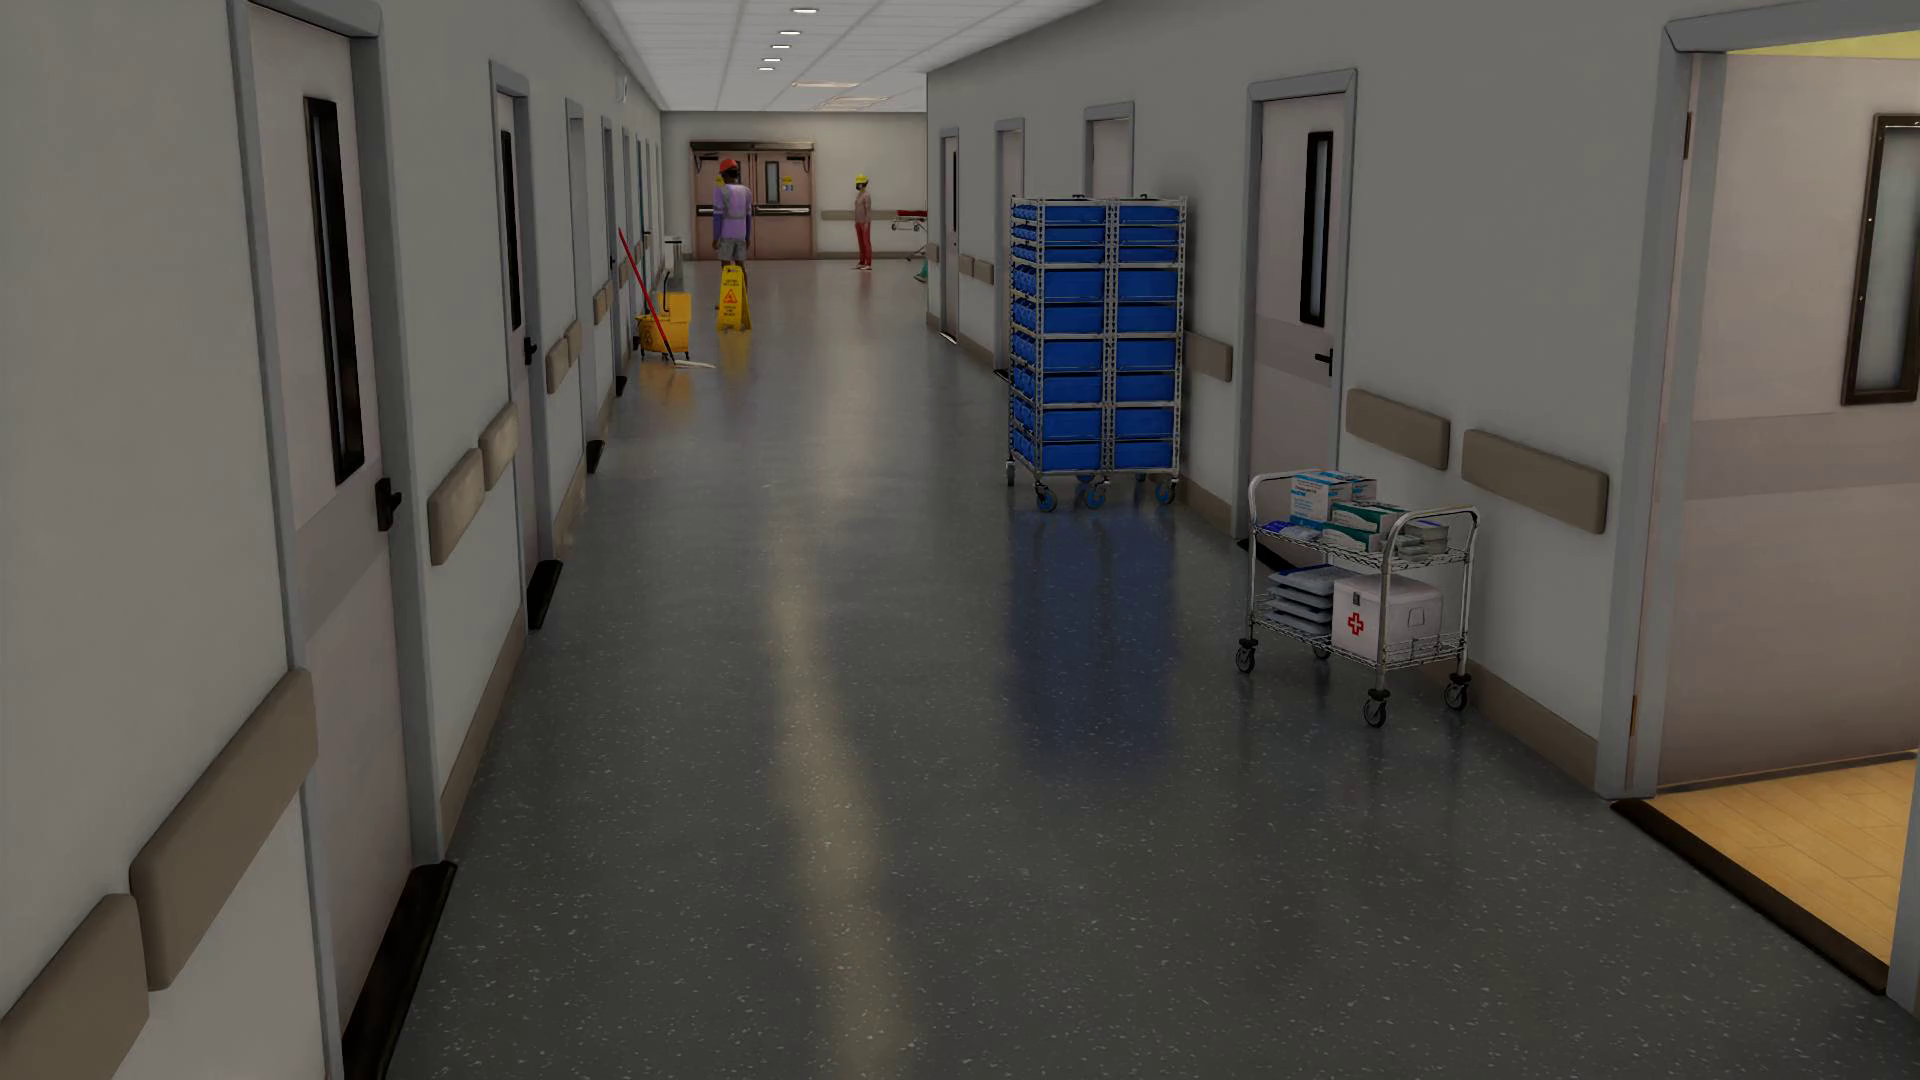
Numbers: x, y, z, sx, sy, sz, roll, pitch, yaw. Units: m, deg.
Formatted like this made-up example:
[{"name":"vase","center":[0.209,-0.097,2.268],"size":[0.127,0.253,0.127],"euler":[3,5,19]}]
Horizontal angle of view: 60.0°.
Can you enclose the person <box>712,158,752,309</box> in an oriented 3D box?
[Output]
[{"name":"person","center":[-3.111,-4.150,22.610],"size":[0.408,2.032,0.612],"euler":[12,18,43]}]

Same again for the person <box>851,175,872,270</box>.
[{"name":"person","center":[-1.836,-5.945,31.166],"size":[0.310,1.769,0.523],"euler":[-7,14,-29]}]
